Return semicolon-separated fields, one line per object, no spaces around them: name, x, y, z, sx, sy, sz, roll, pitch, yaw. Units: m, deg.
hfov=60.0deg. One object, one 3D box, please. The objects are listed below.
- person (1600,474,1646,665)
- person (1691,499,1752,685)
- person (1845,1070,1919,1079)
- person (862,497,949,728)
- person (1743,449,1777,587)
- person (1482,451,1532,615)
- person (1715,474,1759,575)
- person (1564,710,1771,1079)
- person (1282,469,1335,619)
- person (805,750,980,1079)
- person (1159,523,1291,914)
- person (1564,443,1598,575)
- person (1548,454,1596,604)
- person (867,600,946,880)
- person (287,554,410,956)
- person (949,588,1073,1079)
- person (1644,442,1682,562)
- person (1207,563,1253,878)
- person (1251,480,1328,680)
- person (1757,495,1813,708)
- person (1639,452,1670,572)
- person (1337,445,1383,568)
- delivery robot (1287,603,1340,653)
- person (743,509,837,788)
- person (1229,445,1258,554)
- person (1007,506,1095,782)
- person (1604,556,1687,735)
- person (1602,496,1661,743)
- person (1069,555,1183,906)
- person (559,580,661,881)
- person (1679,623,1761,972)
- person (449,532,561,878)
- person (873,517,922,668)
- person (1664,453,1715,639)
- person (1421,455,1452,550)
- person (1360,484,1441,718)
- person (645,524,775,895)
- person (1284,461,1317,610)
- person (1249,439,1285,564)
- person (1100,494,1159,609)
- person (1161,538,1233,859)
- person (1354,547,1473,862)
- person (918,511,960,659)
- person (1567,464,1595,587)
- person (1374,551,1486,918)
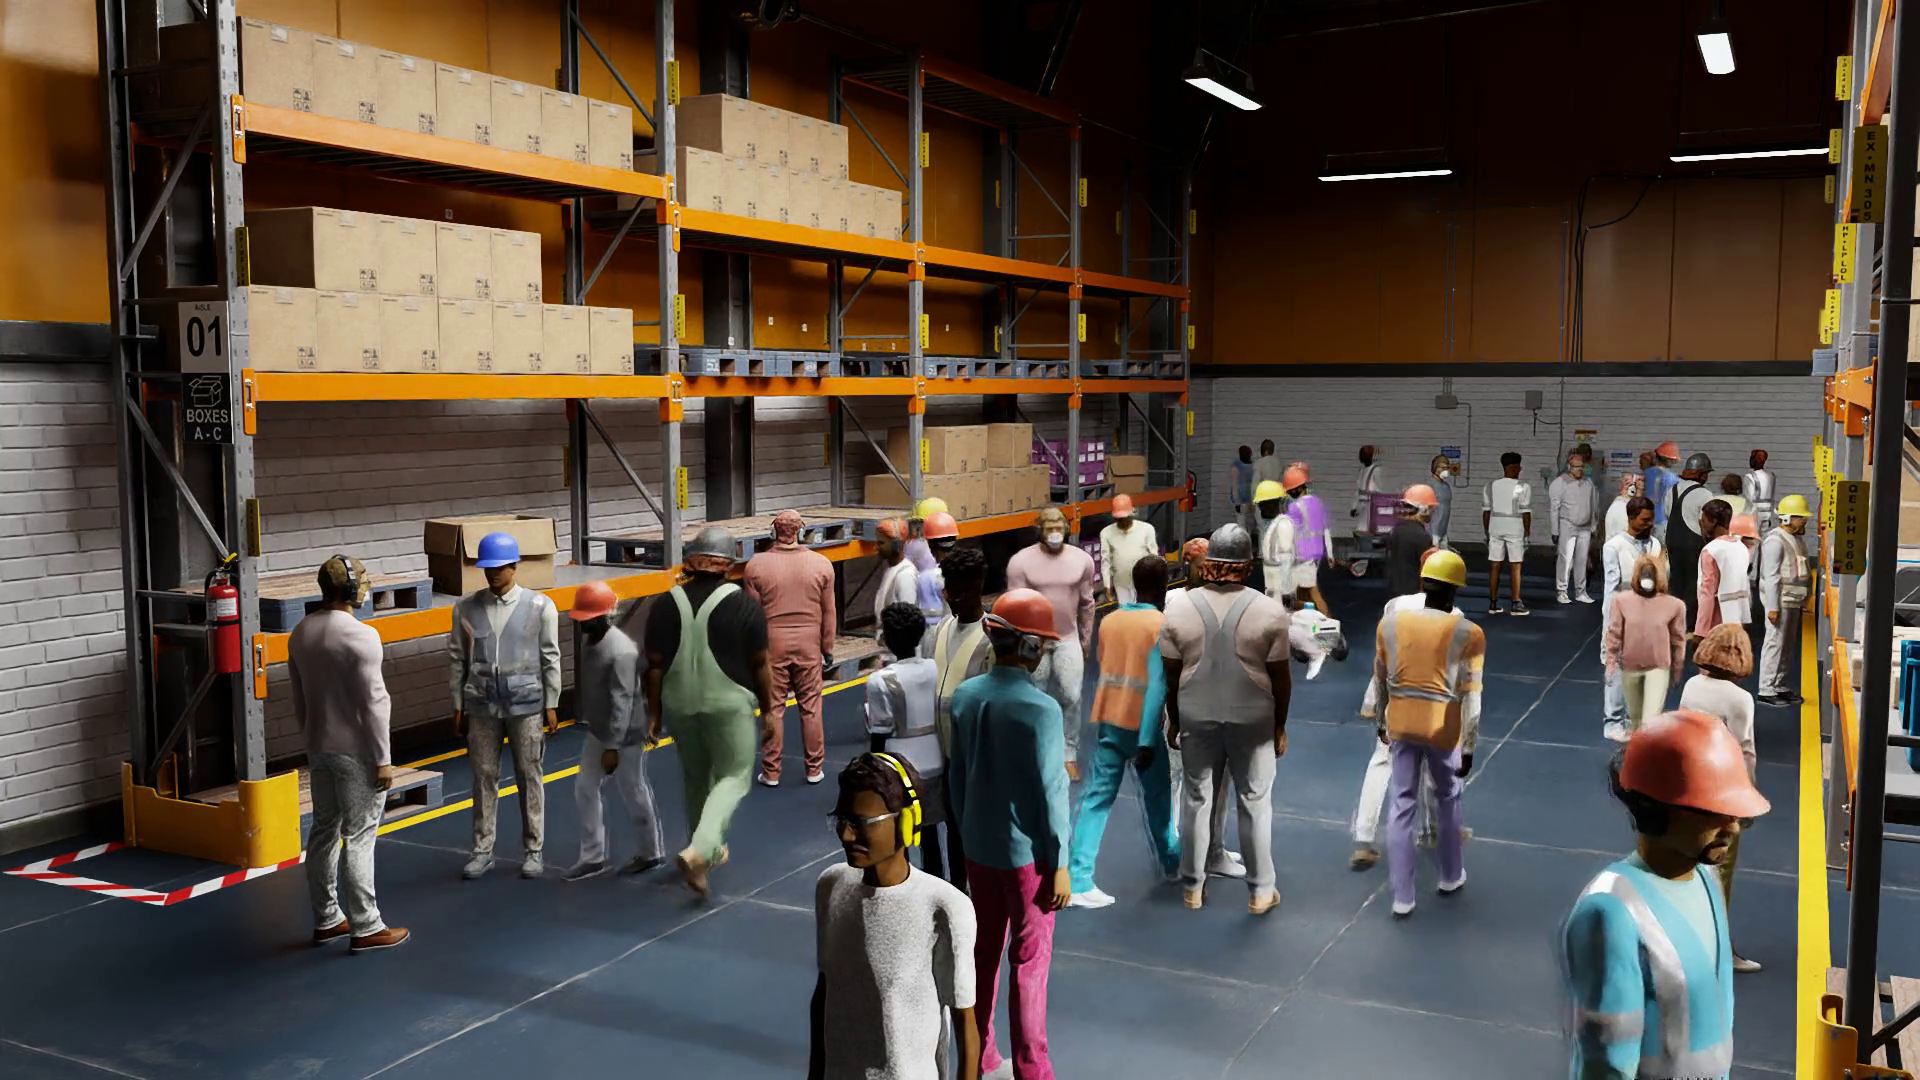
person;6.529;0.296;16.326;0.394;1.892;0.636;2;6;18
person;5.684;0.649;12.443;0.594;1.907;0.411;-5;7;-43
person;1.388;1.671;2.603;0.705;1.677;0.539;-3;6;-33
person;-0.357;0.616;12.844;0.776;1.901;0.590;-2;6;-17
person;10.887;-0.300;22.733;0.576;1.884;0.354;-3;6;-27
person;6.562;-0.080;19.943;0.608;1.963;0.371;5;7;44
person;8.337;0.176;18.117;0.634;1.803;0.950;3;6;28
person;1.611;1.394;3.804;0.401;2.034;0.646;5;7;41
person;3.712;0.167;17.893;0.614;1.863;0.959;-5;7;-43
person;-0.194;1.439;4.104;0.530;1.871;0.323;4;6;34
person;1.409;0.923;8.747;0.676;2.000;0.536;2;6;19
person;9.035;-0.444;24.118;0.601;1.913;0.693;-1;5;-7
person;7.726;-0.135;20.941;0.647;1.895;0.403;-2;6;-19
person;-0.243;1.152;8.176;0.383;1.705;0.583;5;7;44
person;-2.985;1.035;8.089;0.631;1.940;0.372;3;6;32
person;0.214;1.174;6.335;0.391;1.986;0.609;-4;7;-40
person;9.132;-0.282;21.891;0.529;2.021;0.805;-1;5;-6
person;1.458;0.924;9.388;0.383;1.918;0.591;0;5;-3
person;2.979;0.398;15.199;0.674;1.895;0.619;0;5;-5
person;7.075;0.520;14.249;0.597;1.823;0.403;-5;7;-44
person;9.324;-0.253;22.288;0.526;1.873;0.640;-2;6;-20
person;5.991;-0.484;24.897;0.899;1.846;0.593;-1;5;-10
delivery robot;3.503;0.873;16.685;0.477;0.478;0.707;-2;6;-19
person;-1.172;0.741;11.415;0.648;1.907;0.409;-1;5;-14
person;4.604;-0.626;26.728;0.433;1.801;0.755;5;7;42
person;0.639;0.729;11.516;0.635;1.918;0.677;-1;5;-5
person;4.713;0.897;11.447;0.497;1.591;0.873;3;6;32
person;5.183;0.608;12.858;0.599;1.909;0.402;-3;6;-32
person;0.925;1.010;8.950;1.081;1.841;0.599;-5;7;-42
person;-1.928;1.050;9.174;0.688;1.694;0.586;-4;7;-40
person;3.595;1.203;7.895;0.286;1.633;0.501;-1;5;-8
person;-2.540;0.920;9.275;0.615;1.945;0.406;0;5;-1
person;-0.412;0.782;11.146;0.365;1.874;0.586;-1;5;-11
person;7.996;0.055;18.089;0.535;2.000;0.684;-1;6;-16
person;5.637;-0.044;19.722;0.372;1.935;0.627;4;7;38
person;3.767;0.512;13.711;1.030;1.942;0.619;0;5;-2
person;-1.388;0.892;9.080;0.698;2.000;0.841;2;6;18
person;3.786;0.074;18.595;0.403;1.906;0.651;1;5;7
person;4.733;-0.588;25.632;0.630;1.934;0.368;-3;6;-33
person;1.637;0.406;16.052;0.600;1.708;0.487;2;6;19
person;1.351;0.930;9.521;0.576;1.882;0.355;-2;6;-23
person;2.615;0.948;9.631;1.013;1.830;0.673;-4;7;-38
person;-0.106;0.777;10.887;0.376;1.934;0.547;4;7;37
person;8.328;-0.204;22.462;0.555;1.735;0.676;0;5;-2
person;2.489;0.997;8.807;0.608;1.882;0.907;3;6;28
